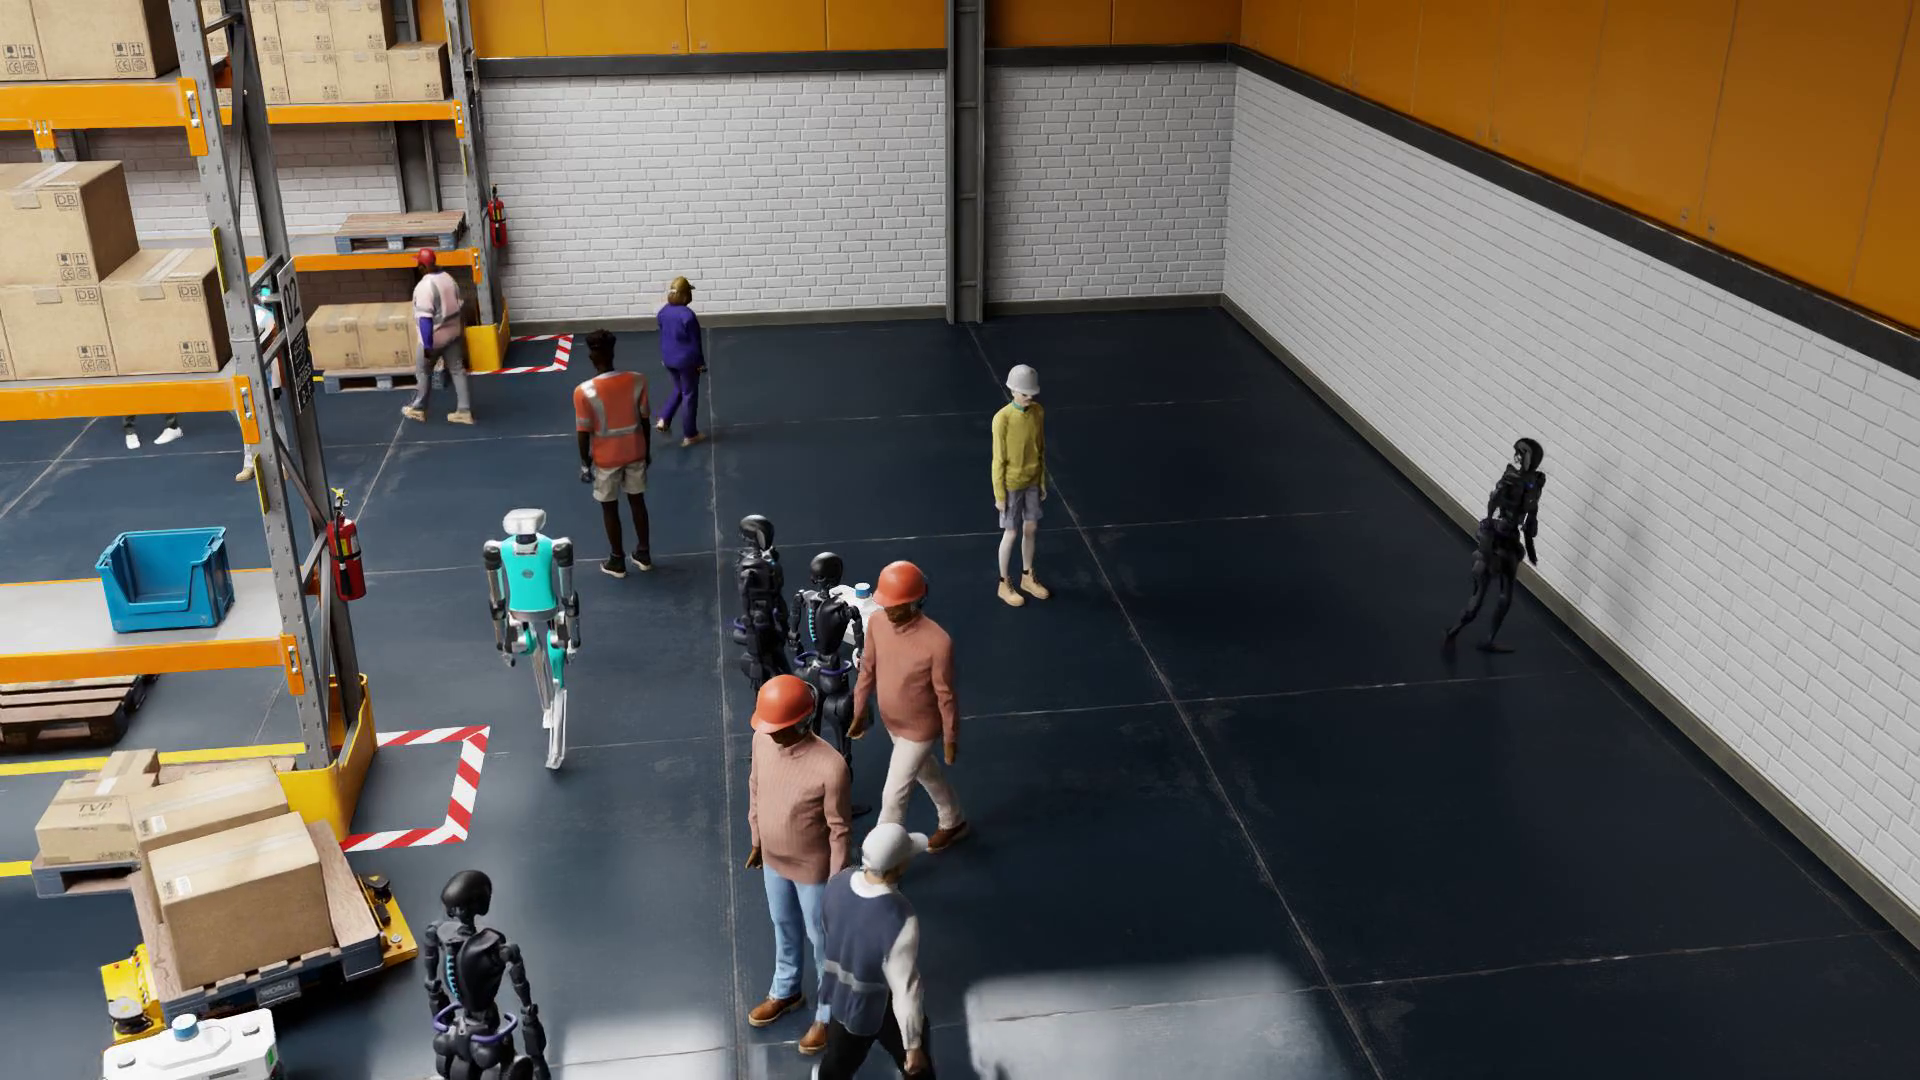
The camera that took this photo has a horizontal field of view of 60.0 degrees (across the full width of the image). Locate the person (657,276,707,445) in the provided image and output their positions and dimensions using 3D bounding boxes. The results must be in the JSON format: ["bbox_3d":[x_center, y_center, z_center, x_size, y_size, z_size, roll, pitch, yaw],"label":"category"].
[{"bbox_3d":[-2.582,-1.661,15.508,0.453,1.608,0.433,19,30,37],"label":"person"}]

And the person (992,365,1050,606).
[{"bbox_3d":[0.436,-0.415,12.349,0.487,1.880,0.412,-18,30,-36],"label":"person"}]

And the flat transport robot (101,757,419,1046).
[{"bbox_3d":[-3.593,2.132,8.540,1.431,0.231,0.659,-14,27,-28],"label":"flat transport robot"}]

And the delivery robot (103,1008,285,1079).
[{"bbox_3d":[-3.473,2.423,7.529,0.805,0.601,0.499,-10,26,-22],"label":"delivery robot"}]

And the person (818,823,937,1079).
[{"bbox_3d":[-0.367,1.956,7.152,0.733,1.708,0.918,20,30,38],"label":"person"}]

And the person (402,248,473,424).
[{"bbox_3d":[-5.134,-1.975,16.088,0.837,1.716,0.630,9,25,20],"label":"person"}]

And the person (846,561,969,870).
[{"bbox_3d":[-0.299,0.987,9.079,1.043,1.937,0.627,-19,30,-37],"label":"person"}]

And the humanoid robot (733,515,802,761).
[{"bbox_3d":[-1.166,0.624,10.208,0.397,1.649,0.584,6,24,13],"label":"humanoid robot"}]

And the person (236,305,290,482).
[{"bbox_3d":[-6.235,-1.394,14.617,0.632,1.841,0.429,5,24,11],"label":"person"}]

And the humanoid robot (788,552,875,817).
[{"bbox_3d":[-0.774,0.843,9.707,0.599,1.657,0.315,16,28,31],"label":"humanoid robot"}]

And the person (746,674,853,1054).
[{"bbox_3d":[-0.772,1.507,7.832,0.610,1.985,0.390,18,30,36],"label":"person"}]

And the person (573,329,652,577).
[{"bbox_3d":[-2.668,-0.665,12.829,0.617,1.945,0.448,-17,29,-34],"label":"person"}]

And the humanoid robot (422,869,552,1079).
[{"bbox_3d":[-1.941,2.080,6.919,0.588,1.638,0.552,10,25,21],"label":"humanoid robot"}]

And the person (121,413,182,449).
[{"bbox_3d":[-7.687,-1.777,15.482,0.511,1.850,0.408,-6,24,-14],"label":"person"}]

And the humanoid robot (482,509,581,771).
[{"bbox_3d":[-2.608,0.535,10.384,0.533,1.747,1.016,-3,24,-6],"label":"humanoid robot"}]

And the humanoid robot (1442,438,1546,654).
[{"bbox_3d":[3.731,0.035,11.575,0.605,1.646,0.482,-15,28,-30],"label":"humanoid robot"}]

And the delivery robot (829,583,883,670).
[{"bbox_3d":[-0.661,0.608,11.680,0.811,0.613,0.499,20,30,37],"label":"delivery robot"}]

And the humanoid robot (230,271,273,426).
[{"bbox_3d":[-6.447,-1.602,15.210,0.764,1.757,0.565,-2,24,-4],"label":"humanoid robot"}]
